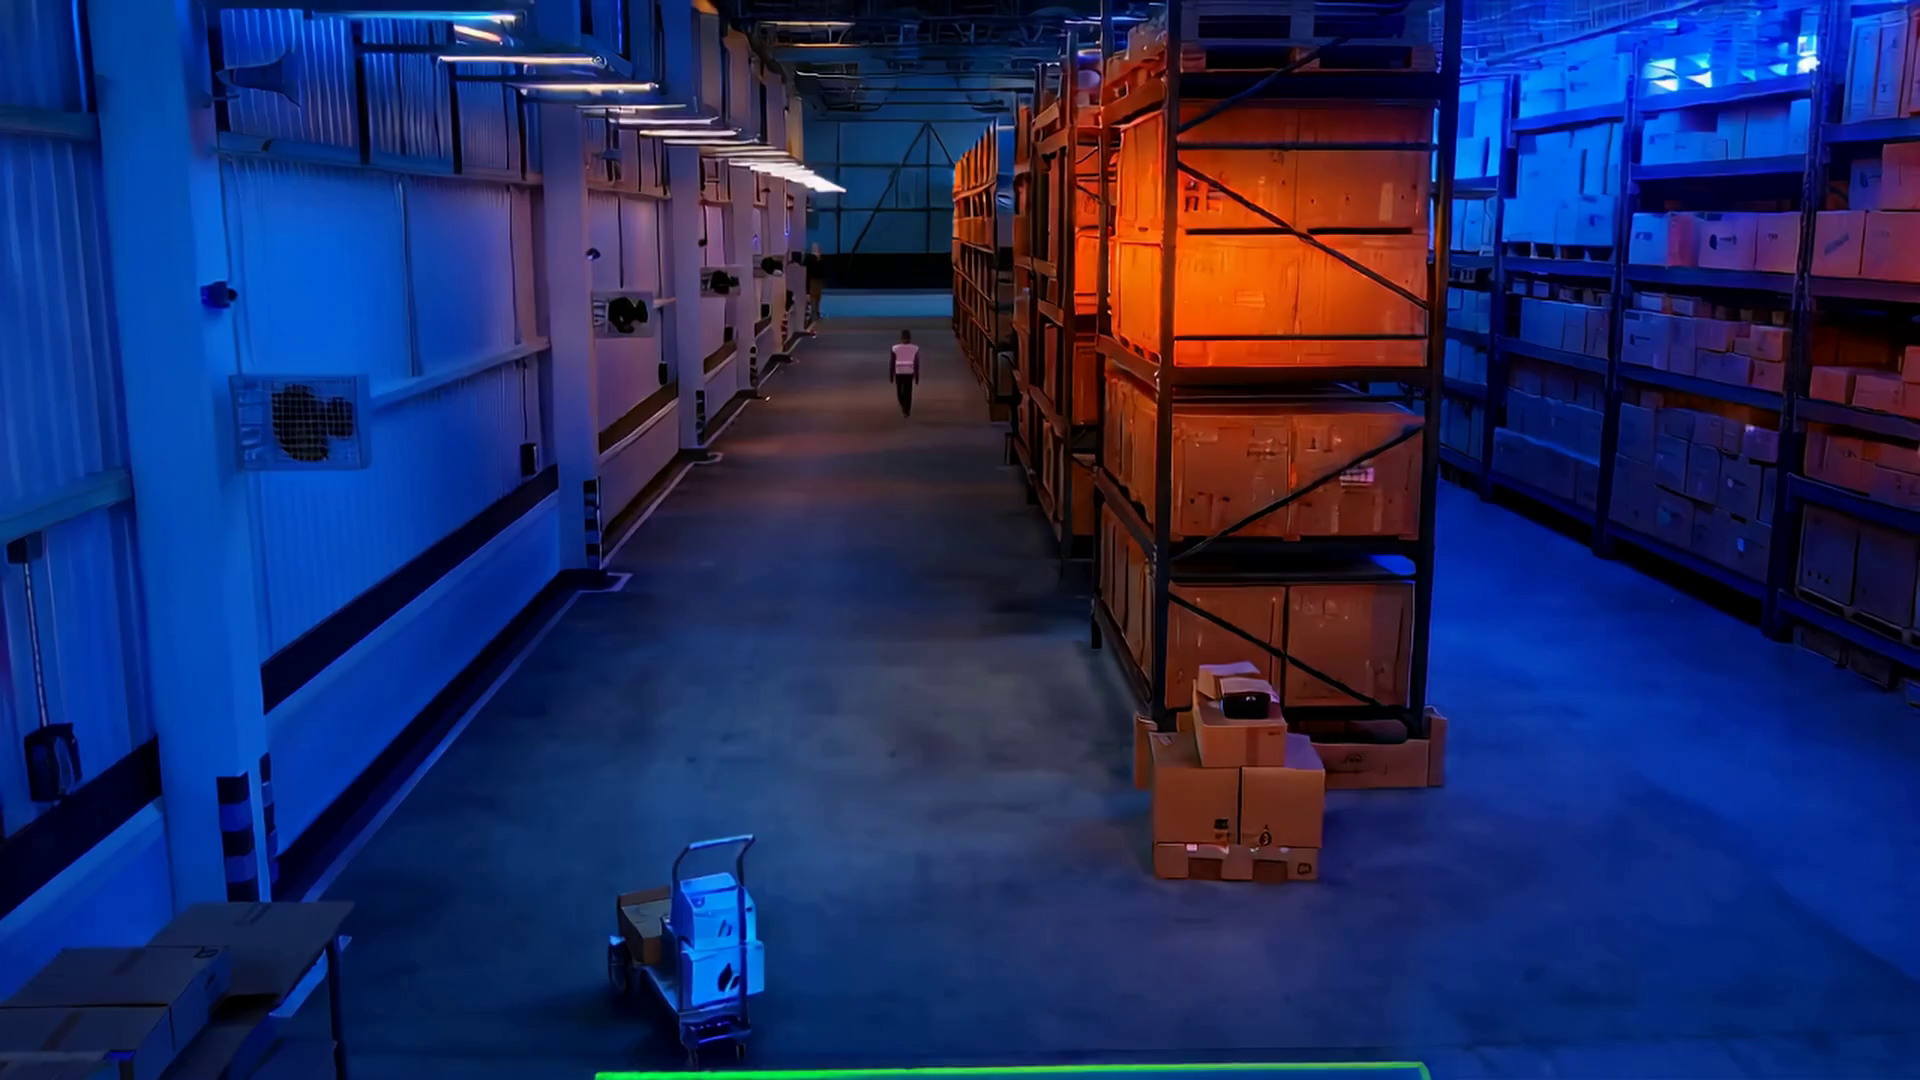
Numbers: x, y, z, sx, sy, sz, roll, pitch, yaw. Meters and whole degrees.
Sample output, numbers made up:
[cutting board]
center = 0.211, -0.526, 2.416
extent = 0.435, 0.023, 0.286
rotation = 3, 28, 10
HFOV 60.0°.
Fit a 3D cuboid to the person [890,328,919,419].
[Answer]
[person]
center = -1.121, -3.398, 34.108
extent = 0.597, 1.899, 0.739
rotation = -2, 11, -12
